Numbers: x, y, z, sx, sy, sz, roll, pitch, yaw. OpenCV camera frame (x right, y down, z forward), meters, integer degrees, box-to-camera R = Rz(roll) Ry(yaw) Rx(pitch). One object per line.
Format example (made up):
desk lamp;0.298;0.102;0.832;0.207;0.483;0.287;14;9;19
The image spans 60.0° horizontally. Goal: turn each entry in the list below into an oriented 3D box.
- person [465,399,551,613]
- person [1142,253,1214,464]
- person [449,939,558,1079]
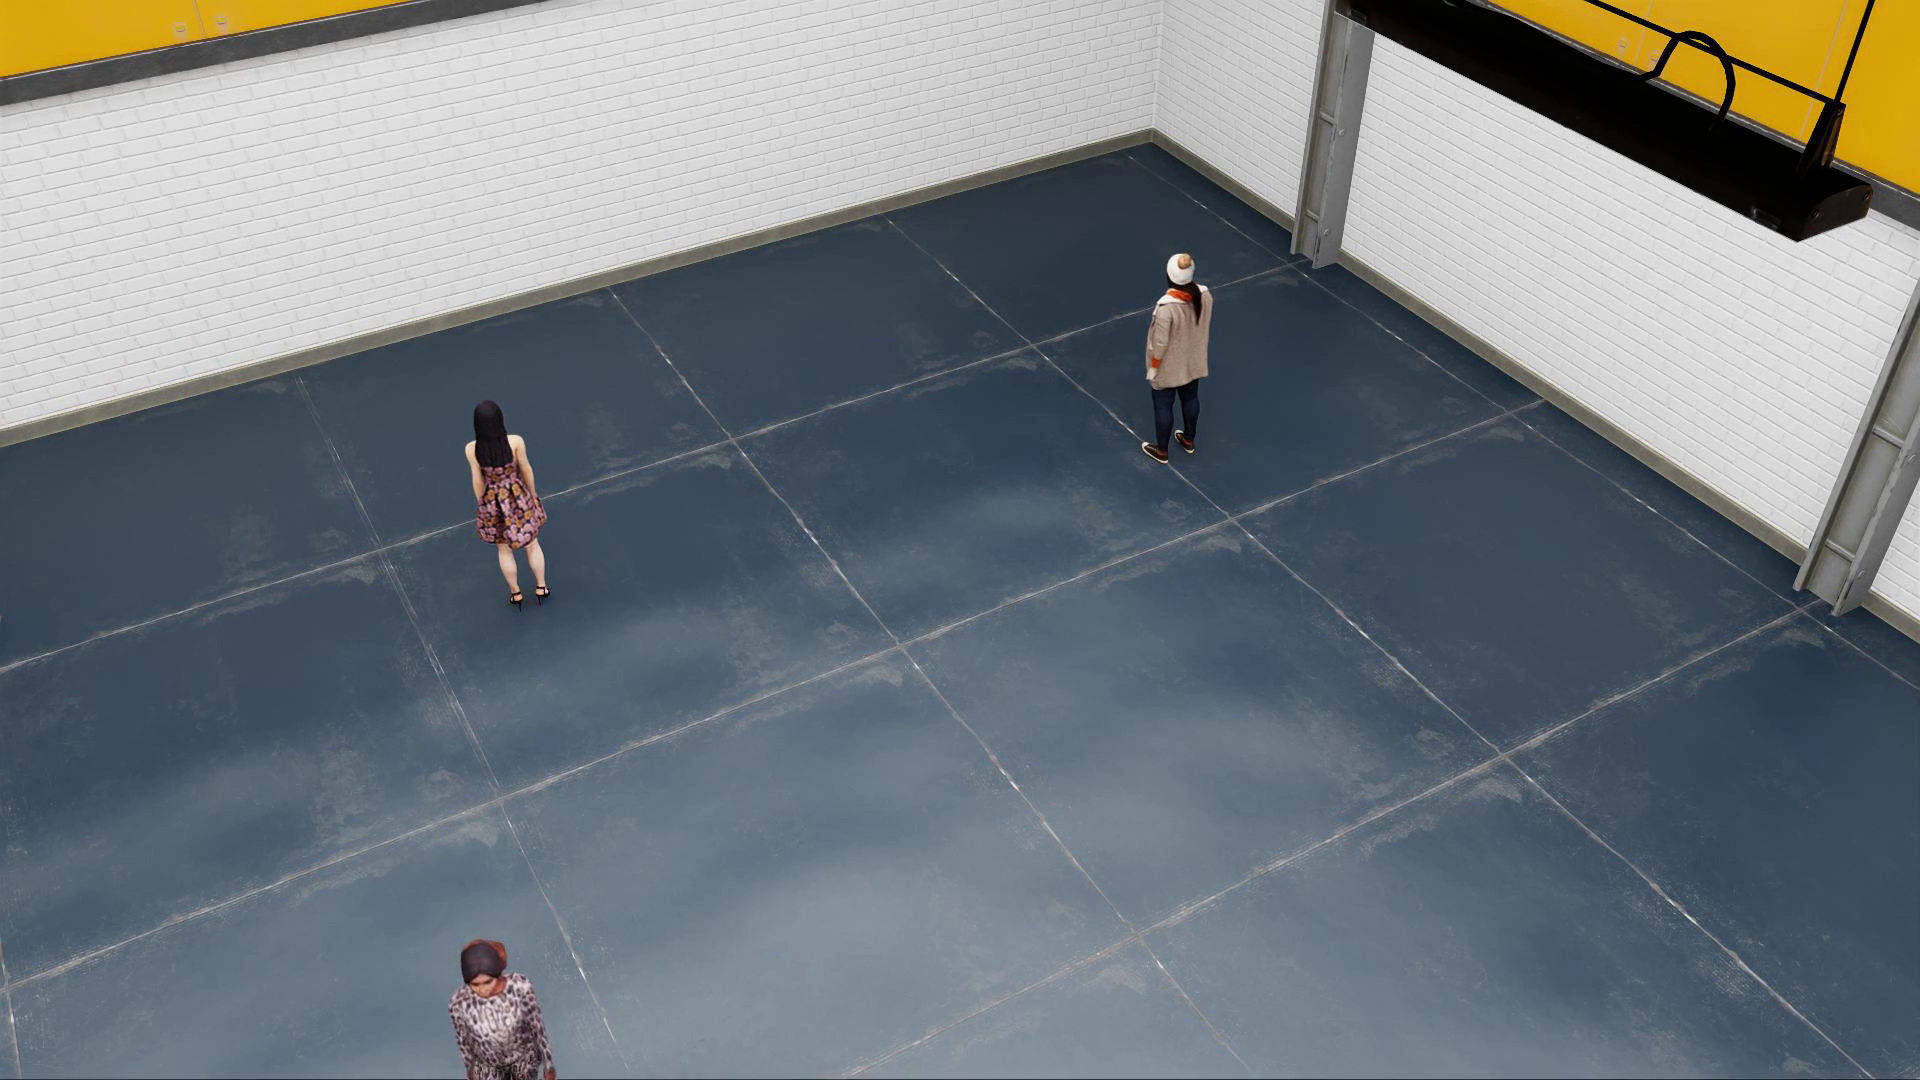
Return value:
person;-3.247;-0.250;11.930;0.720;1.773;0.733;-12;40;-14
person;1.756;-1.484;13.377;0.679;1.895;0.633;-20;43;-24
person;-2.305;2.570;8.464;0.719;1.692;0.989;-11;40;-14
